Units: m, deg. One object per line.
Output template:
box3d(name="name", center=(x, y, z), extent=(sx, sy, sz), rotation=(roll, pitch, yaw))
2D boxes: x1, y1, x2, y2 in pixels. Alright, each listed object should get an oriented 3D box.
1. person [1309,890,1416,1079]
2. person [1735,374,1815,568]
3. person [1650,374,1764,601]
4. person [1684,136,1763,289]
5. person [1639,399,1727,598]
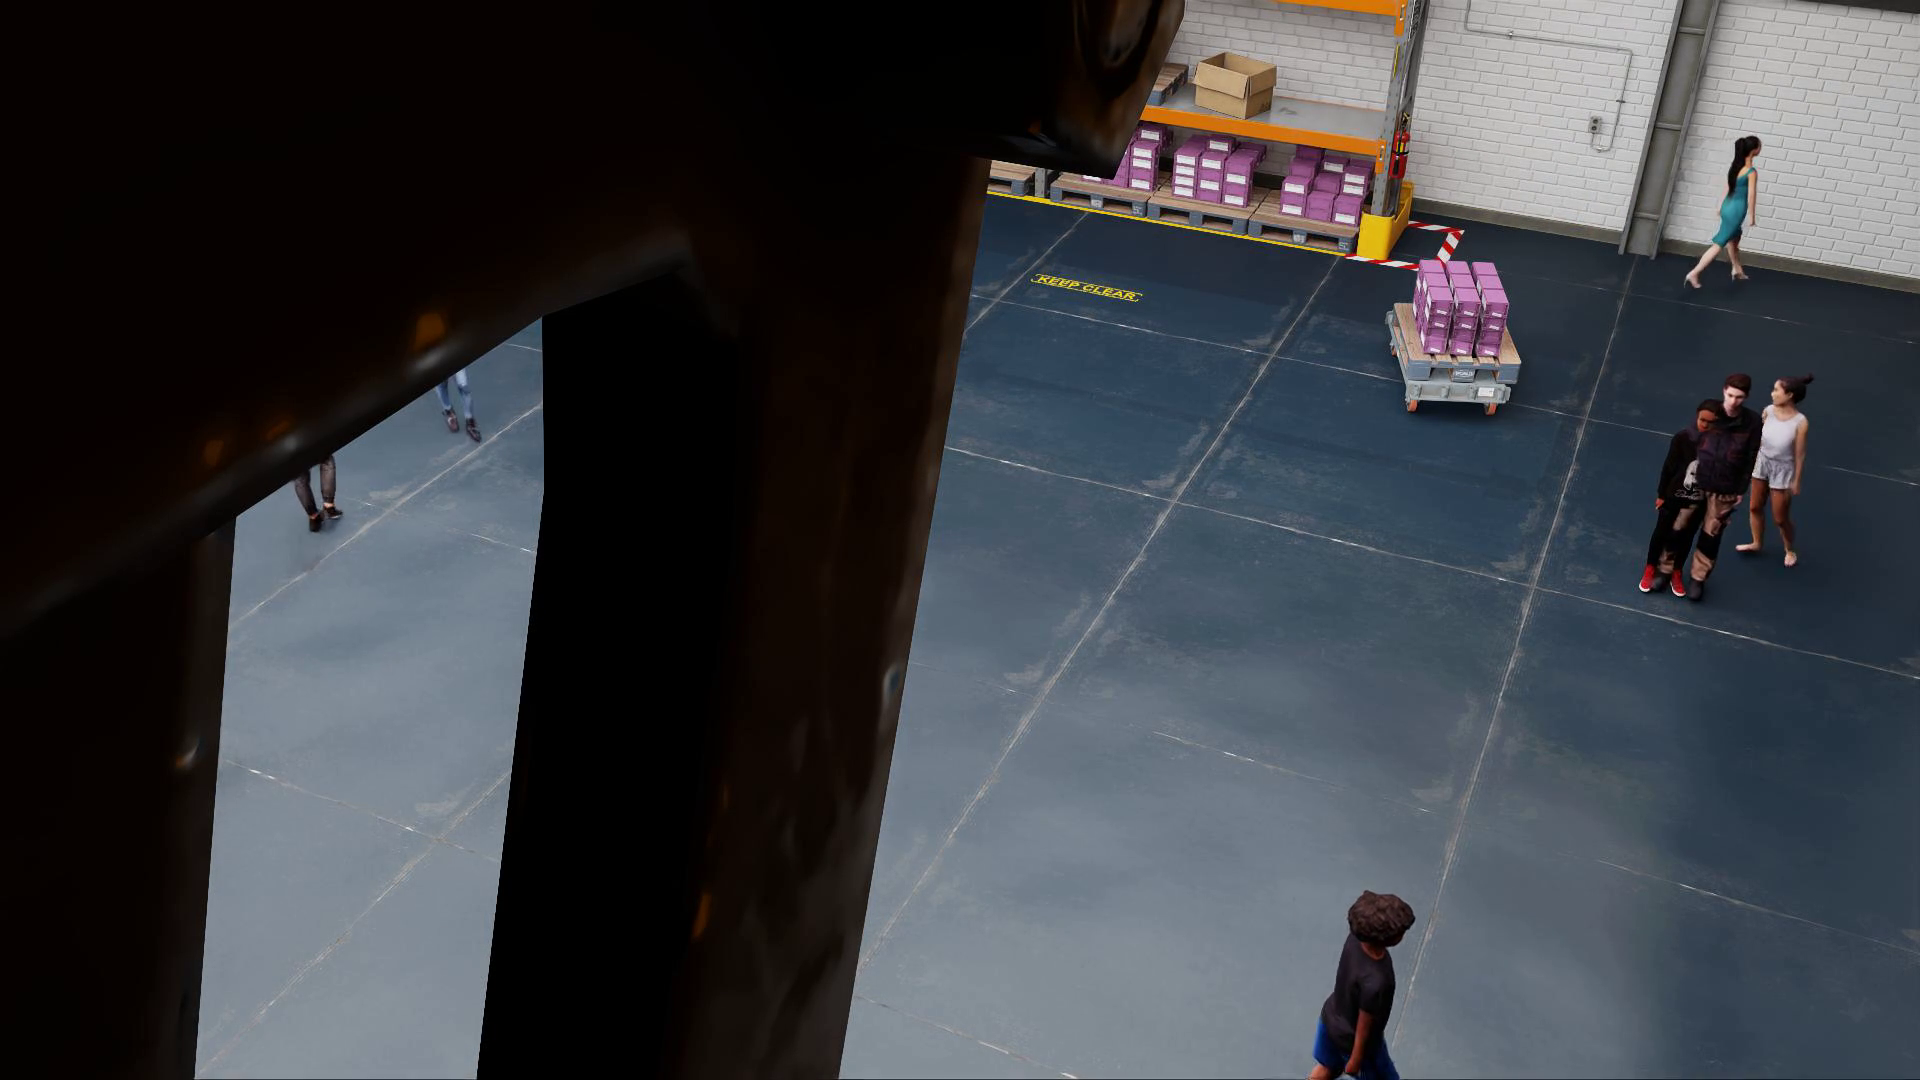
box3d(name="person", center=(1.921, 2.465, 8.450), extent=(0.886, 1.780, 0.785), rotation=(-2, 34, -3))
box3d(name="person", center=(6.489, -0.558, 13.147), extent=(0.887, 1.615, 0.800), rotation=(-22, 39, -29))
box3d(name="person", center=(5.707, -0.418, 12.659), extent=(0.504, 1.921, 0.745), rotation=(14, 36, 20))
box3d(name="person", center=(7.994, -3.367, 17.349), extent=(1.080, 1.641, 0.904), rotation=(-5, 34, -7))
box3d(name="person", center=(5.579, -0.346, 12.774), extent=(0.530, 1.675, 0.691), rotation=(8, 34, 12))
